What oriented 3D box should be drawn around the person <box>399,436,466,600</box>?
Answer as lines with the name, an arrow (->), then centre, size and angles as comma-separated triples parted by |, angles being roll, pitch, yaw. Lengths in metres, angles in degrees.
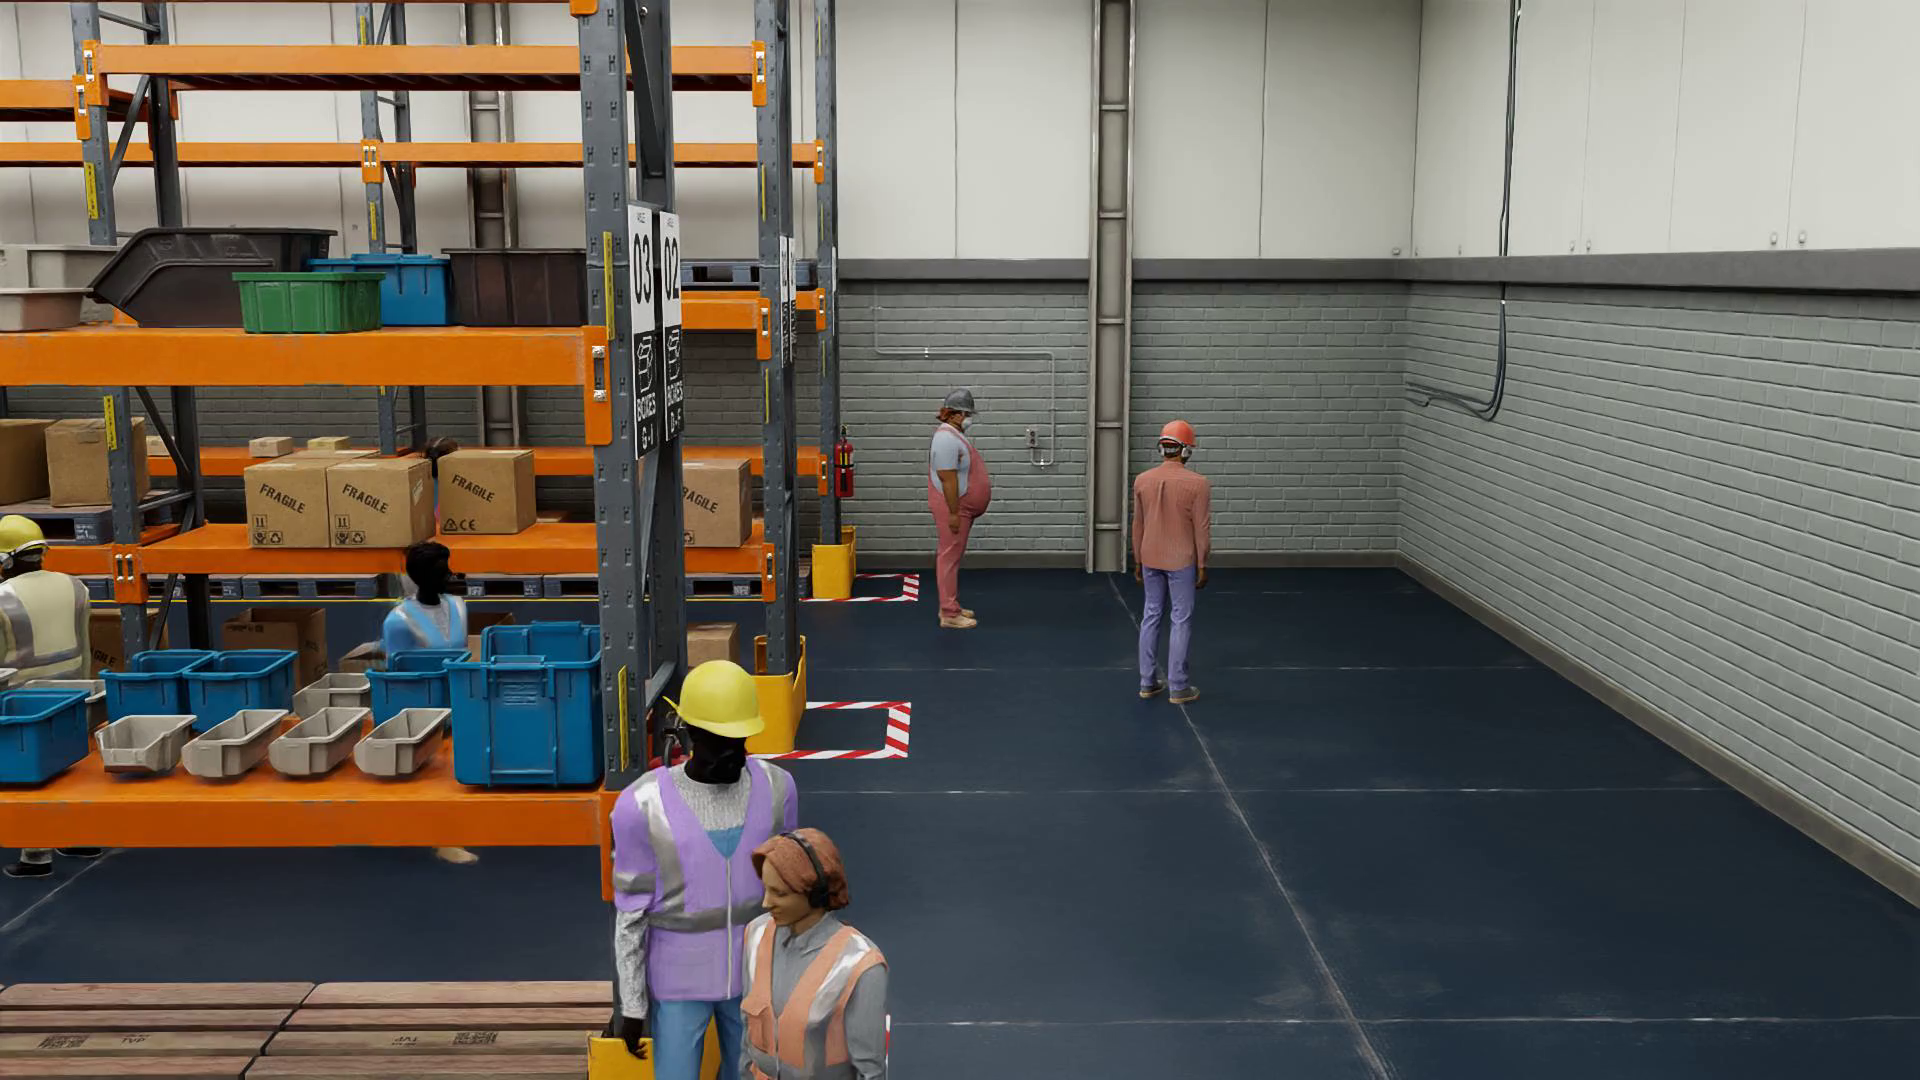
person -> -3.966, 0.126, 12.435 | 0.699, 1.788, 0.823 | -7, 12, -37

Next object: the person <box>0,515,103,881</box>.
person -> -4.631, 0.779, 8.338 | 0.404, 1.821, 0.588 | 4, 10, 22

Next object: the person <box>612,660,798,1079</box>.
person -> -0.721, 1.286, 4.934 | 0.592, 1.918, 0.396 | -6, 11, -31

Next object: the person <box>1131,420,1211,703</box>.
person -> 1.501, 0.147, 11.739 | 0.604, 1.977, 0.434 | 7, 12, 38

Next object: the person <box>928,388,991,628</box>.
person -> -0.003, -0.287, 14.182 | 0.536, 2.000, 0.673 | 0, 9, 0

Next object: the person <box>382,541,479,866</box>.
person -> -2.770, 0.821, 8.535 | 0.650, 1.680, 0.532 | 4, 10, 26

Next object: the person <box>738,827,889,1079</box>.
person -> -0.377, 1.529, 4.305 | 0.523, 1.631, 0.315 | 8, 12, 41
